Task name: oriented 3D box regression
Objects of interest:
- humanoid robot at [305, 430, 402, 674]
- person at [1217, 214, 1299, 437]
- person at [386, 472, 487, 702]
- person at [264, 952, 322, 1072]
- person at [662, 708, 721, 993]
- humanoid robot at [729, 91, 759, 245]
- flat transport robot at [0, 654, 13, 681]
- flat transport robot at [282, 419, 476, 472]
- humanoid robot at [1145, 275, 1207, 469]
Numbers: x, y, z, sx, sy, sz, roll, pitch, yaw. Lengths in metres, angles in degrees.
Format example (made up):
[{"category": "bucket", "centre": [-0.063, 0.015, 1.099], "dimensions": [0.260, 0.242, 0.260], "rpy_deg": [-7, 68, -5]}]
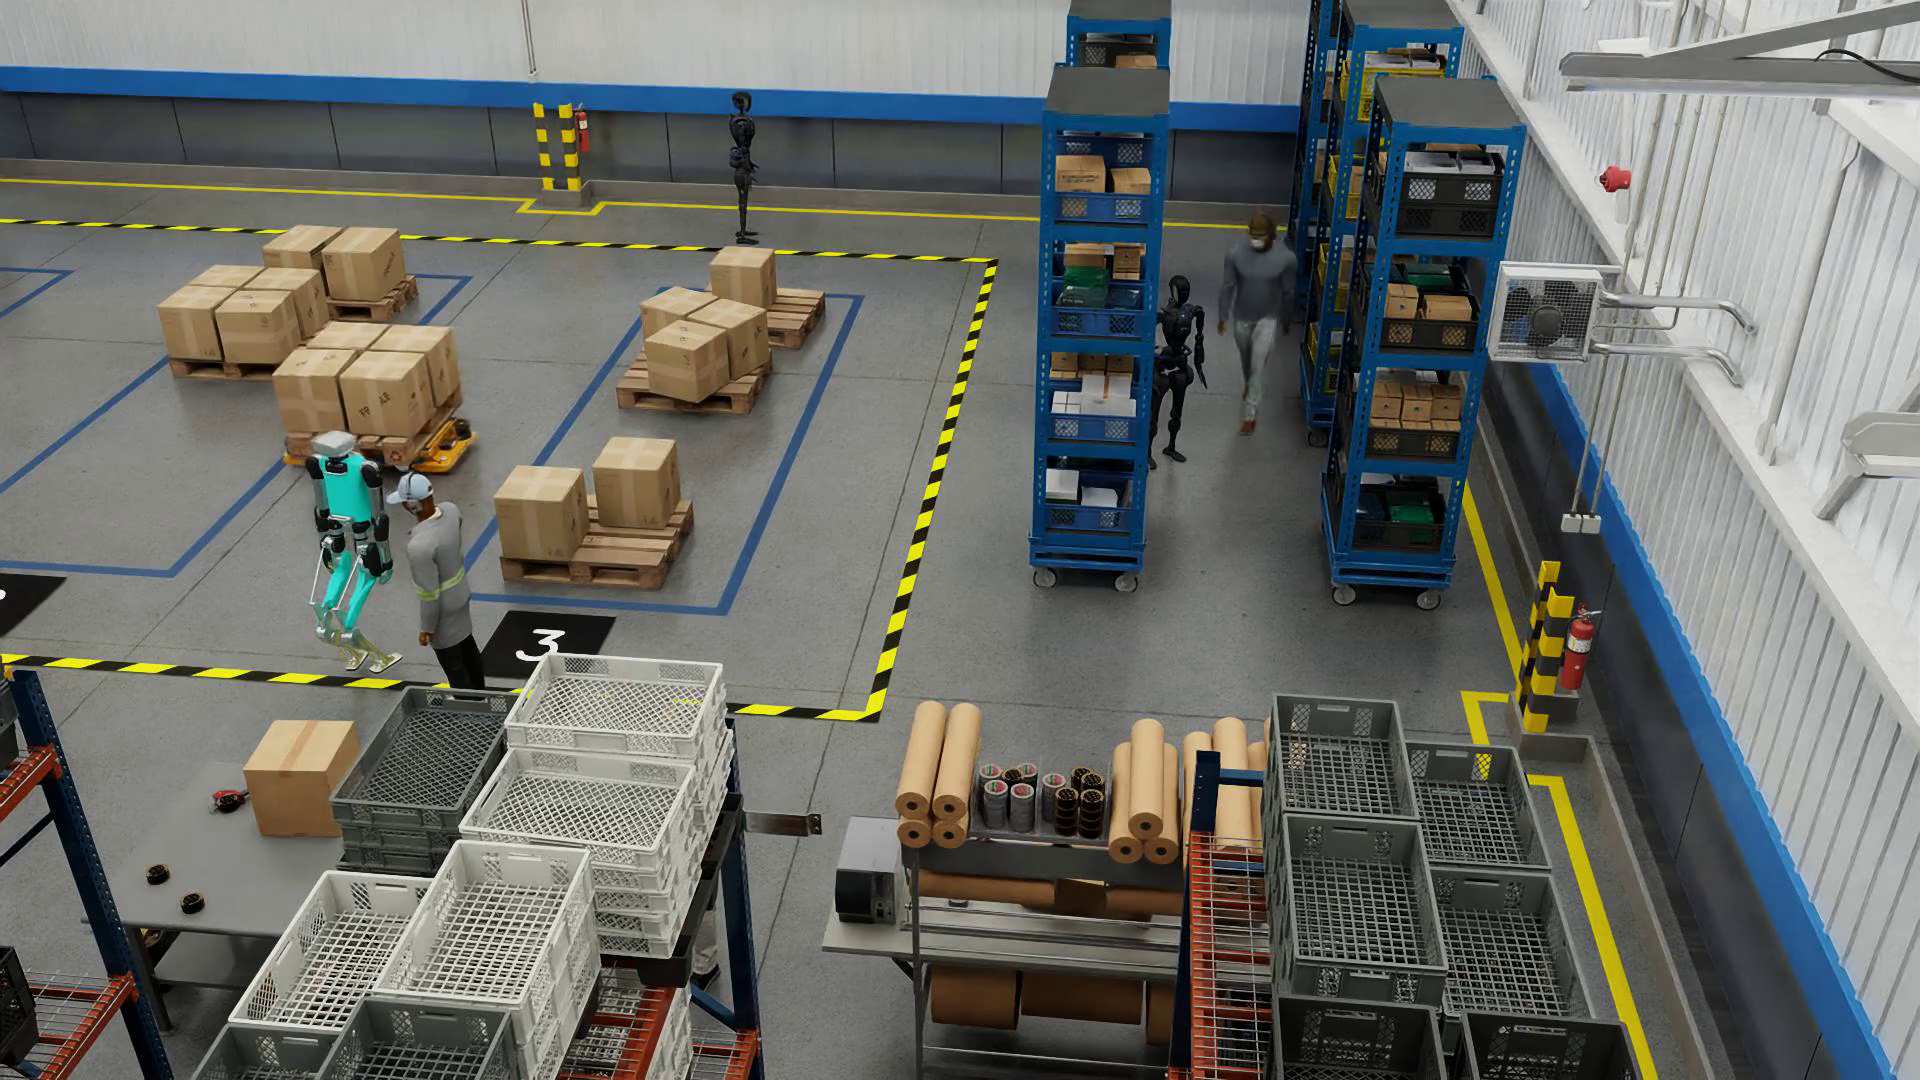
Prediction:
[{"category": "humanoid robot", "centre": [-4.035, 0.161, 10.805], "dimensions": [0.533, 1.675, 0.735], "rpy_deg": [9, 31, 15]}, {"category": "person", "centre": [2.577, -1.958, 14.432], "dimensions": [0.632, 1.889, 0.999], "rpy_deg": [10, 32, 17]}, {"category": "person", "centre": [-3.268, 0.395, 10.426], "dimensions": [0.395, 1.848, 0.586], "rpy_deg": [3, 30, 5]}, {"category": "person", "centre": [-2.612, 2.437, 6.924], "dimensions": [0.626, 1.844, 0.429], "rpy_deg": [23, 37, 34]}, {"category": "person", "centre": [-1.471, 1.551, 8.464], "dimensions": [0.588, 1.822, 0.403], "rpy_deg": [23, 37, 34]}, {"category": "humanoid robot", "centre": [-2.378, -4.123, 18.342], "dimensions": [0.315, 1.655, 0.599], "rpy_deg": [-2, 30, -4]}, {"category": "flat transport robot", "centre": [-7.142, 0.969, 11.010], "dimensions": [1.431, 0.231, 0.659], "rpy_deg": [3, 30, 6]}, {"category": "flat transport robot", "centre": [-4.917, -0.841, 14.091], "dimensions": [1.431, 0.197, 0.652], "rpy_deg": [3, 30, 6]}, {"category": "humanoid robot", "centre": [1.746, -1.389, 13.644], "dimensions": [0.599, 1.657, 0.315], "rpy_deg": [-13, 33, -21]}]
